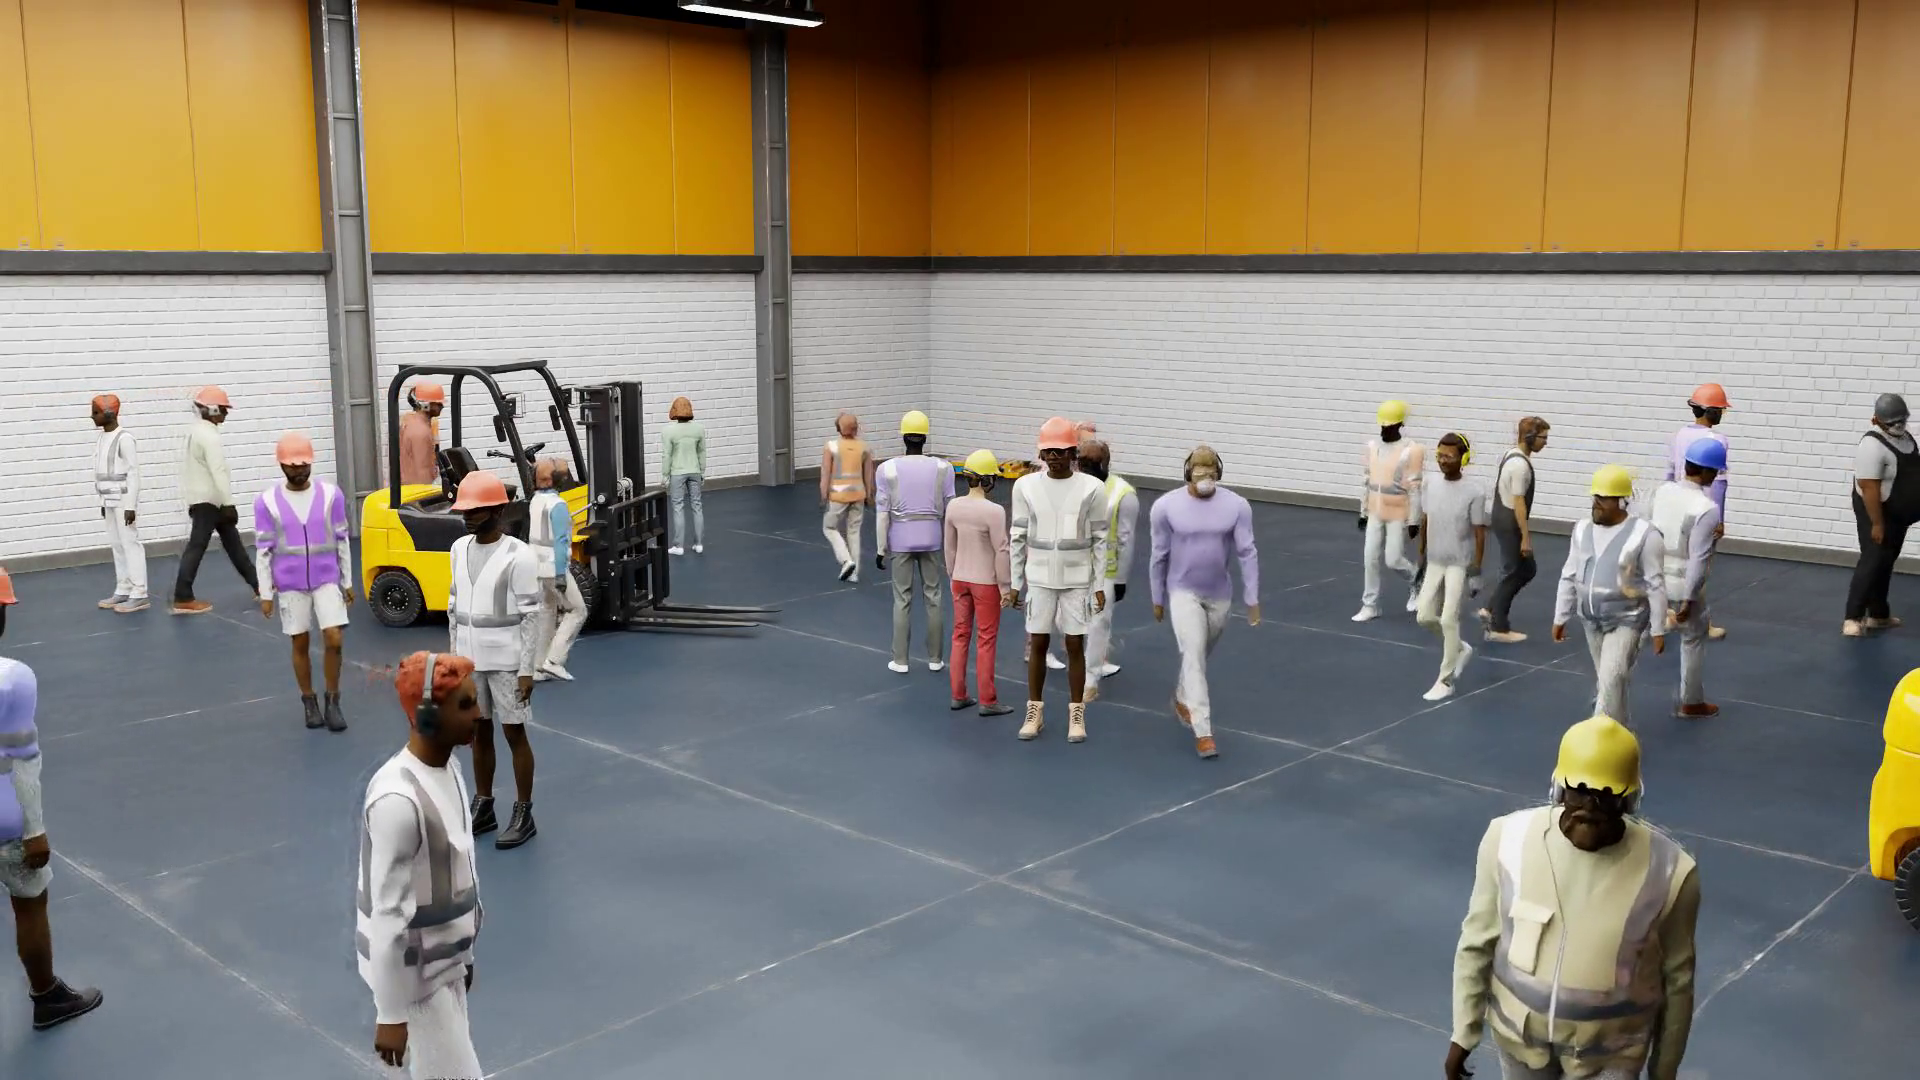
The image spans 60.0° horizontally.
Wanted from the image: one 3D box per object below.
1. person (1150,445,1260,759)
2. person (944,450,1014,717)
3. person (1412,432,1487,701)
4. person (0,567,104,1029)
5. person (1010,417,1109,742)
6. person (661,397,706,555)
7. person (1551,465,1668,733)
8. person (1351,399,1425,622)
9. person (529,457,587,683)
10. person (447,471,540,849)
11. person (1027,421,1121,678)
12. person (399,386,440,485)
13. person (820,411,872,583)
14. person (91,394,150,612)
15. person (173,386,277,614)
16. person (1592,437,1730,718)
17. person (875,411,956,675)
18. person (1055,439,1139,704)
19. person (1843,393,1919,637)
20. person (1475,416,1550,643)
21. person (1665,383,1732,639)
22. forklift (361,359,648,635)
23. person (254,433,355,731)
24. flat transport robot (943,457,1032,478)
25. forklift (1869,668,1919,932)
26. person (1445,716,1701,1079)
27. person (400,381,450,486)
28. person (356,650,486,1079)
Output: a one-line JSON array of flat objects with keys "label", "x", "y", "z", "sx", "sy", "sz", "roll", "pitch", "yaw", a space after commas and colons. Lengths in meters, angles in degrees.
[{"label": "person", "x": 1.497, "y": 0.333, "z": 10.358, "sx": 0.651, "sy": 1.895, "sz": 1.036, "roll": -1, "pitch": 9, "yaw": -6}, {"label": "person", "x": 0.131, "y": 0.282, "z": 11.024, "sx": 0.533, "sy": 1.767, "sz": 0.312, "roll": 9, "pitch": 13, "yaw": 42}, {"label": "person", "x": 3.383, "y": 0.167, "z": 11.456, "sx": 0.543, "sy": 1.856, "sz": 0.544, "roll": -7, "pitch": 12, "yaw": -39}, {"label": "person", "x": -3.669, "y": 1.026, "z": 6.117, "sx": 0.553, "sy": 1.893, "sz": 0.950, "roll": 2, "pitch": 10, "yaw": 14}, {"label": "person", "x": 0.610, "y": 0.251, "z": 10.367, "sx": 0.615, "sy": 2.042, "sz": 0.375, "roll": 2, "pitch": 9, "yaw": 10}, {"label": "person", "x": -2.861, "y": -0.664, "z": 17.229, "sx": 0.501, "sy": 1.633, "sz": 0.279, "roll": -7, "pitch": 11, "yaw": -35}, {"label": "person", "x": 3.765, "y": 0.467, "z": 9.759, "sx": 0.850, "sy": 1.803, "sz": 0.627, "roll": -5, "pitch": 11, "yaw": -30}, {"label": "person", "x": 3.636, "y": -0.248, "z": 13.883, "sx": 0.650, "sy": 1.898, "sz": 0.619, "roll": -6, "pitch": 11, "yaw": -34}, {"label": "person", "x": -2.887, "y": 0.224, "z": 11.812, "sx": 0.397, "sy": 1.620, "sz": 0.537, "roll": -6, "pitch": 11, "yaw": -35}, {"label": "person", "x": -2.399, "y": 0.608, "z": 8.497, "sx": 0.542, "sy": 1.939, "sz": 0.359, "roll": 4, "pitch": 10, "yaw": 24}, {"label": "person", "x": 0.855, "y": 0.068, "z": 12.054, "sx": 0.901, "sy": 1.853, "sz": 0.671, "roll": 6, "pitch": 11, "yaw": 34}, {"label": "person", "x": -5.843, "y": -0.815, "z": 17.990, "sx": 0.530, "sy": 1.691, "sz": 0.321, "roll": 3, "pitch": 10, "yaw": 16}, {"label": "person", "x": -1.058, "y": -0.386, "z": 15.539, "sx": 0.539, "sy": 1.623, "sz": 0.395, "roll": -5, "pitch": 11, "yaw": -29}, {"label": "person", "x": -7.263, "y": -0.319, "z": 14.354, "sx": 0.577, "sy": 1.881, "sz": 0.349, "roll": 8, "pitch": 12, "yaw": 42}, {"label": "person", "x": -6.366, "y": -0.353, "z": 14.390, "sx": 1.037, "sy": 1.928, "sz": 0.663, "roll": -6, "pitch": 11, "yaw": -32}, {"label": "person", "x": 4.550, "y": 0.274, "z": 10.694, "sx": 0.990, "sy": 1.896, "sz": 0.613, "roll": -4, "pitch": 10, "yaw": -25}, {"label": "person", "x": -0.329, "y": 0.021, "z": 12.127, "sx": 0.594, "sy": 1.925, "sz": 0.369, "roll": -2, "pitch": 9, "yaw": -12}, {"label": "person", "x": 0.938, "y": 0.205, "z": 11.336, "sx": 0.641, "sy": 1.817, "sz": 0.546, "roll": 7, "pitch": 11, "yaw": 35}, {"label": "person", "x": 7.506, "y": -0.244, "z": 13.409, "sx": 0.796, "sy": 2.000, "sz": 0.534, "roll": -9, "pitch": 13, "yaw": -42}, {"label": "person", "x": 4.358, "y": -0.071, "z": 13.025, "sx": 0.400, "sy": 1.818, "sz": 0.555, "roll": 3, "pitch": 10, "yaw": 15}, {"label": "person", "x": 5.934, "y": -0.236, "z": 13.353, "sx": 0.394, "sy": 2.044, "sz": 0.609, "roll": -2, "pitch": 10, "yaw": -14}, {"label": "forklift", "x": -3.850, "y": -0.407, "z": 13.936, "sx": 2.313, "sy": 2.155, "sz": 1.214, "roll": 2, "pitch": 9, "yaw": 11}, {"label": "person", "x": -4.136, "y": 0.283, "z": 10.541, "sx": 0.586, "sy": 1.917, "sz": 0.623, "roll": -4, "pitch": 10, "yaw": -25}, {"label": "flat transport robot", "x": 0.257, "y": -1.044, "z": 23.722, "sx": 1.431, "sy": 0.197, "sz": 0.652, "roll": 3, "pitch": 10, "yaw": 19}, {"label": "forklift", "x": 5.205, "y": 0.723, "z": 7.013, "sx": 2.313, "sy": 2.155, "sz": 1.214, "roll": 9, "pitch": 13, "yaw": 43}, {"label": "person", "x": 1.657, "y": 1.332, "z": 4.525, "sx": 0.586, "sy": 1.790, "sz": 0.928, "roll": 6, "pitch": 11, "yaw": 34}, {"label": "person", "x": -4.797, "y": -0.447, "z": 14.898, "sx": 0.637, "sy": 1.957, "sz": 0.654, "roll": -2, "pitch": 10, "yaw": -15}, {"label": "person", "x": -1.546, "y": 1.245, "z": 4.796, "sx": 0.445, "sy": 1.869, "sz": 0.617, "roll": -1, "pitch": 9, "yaw": -3}]
